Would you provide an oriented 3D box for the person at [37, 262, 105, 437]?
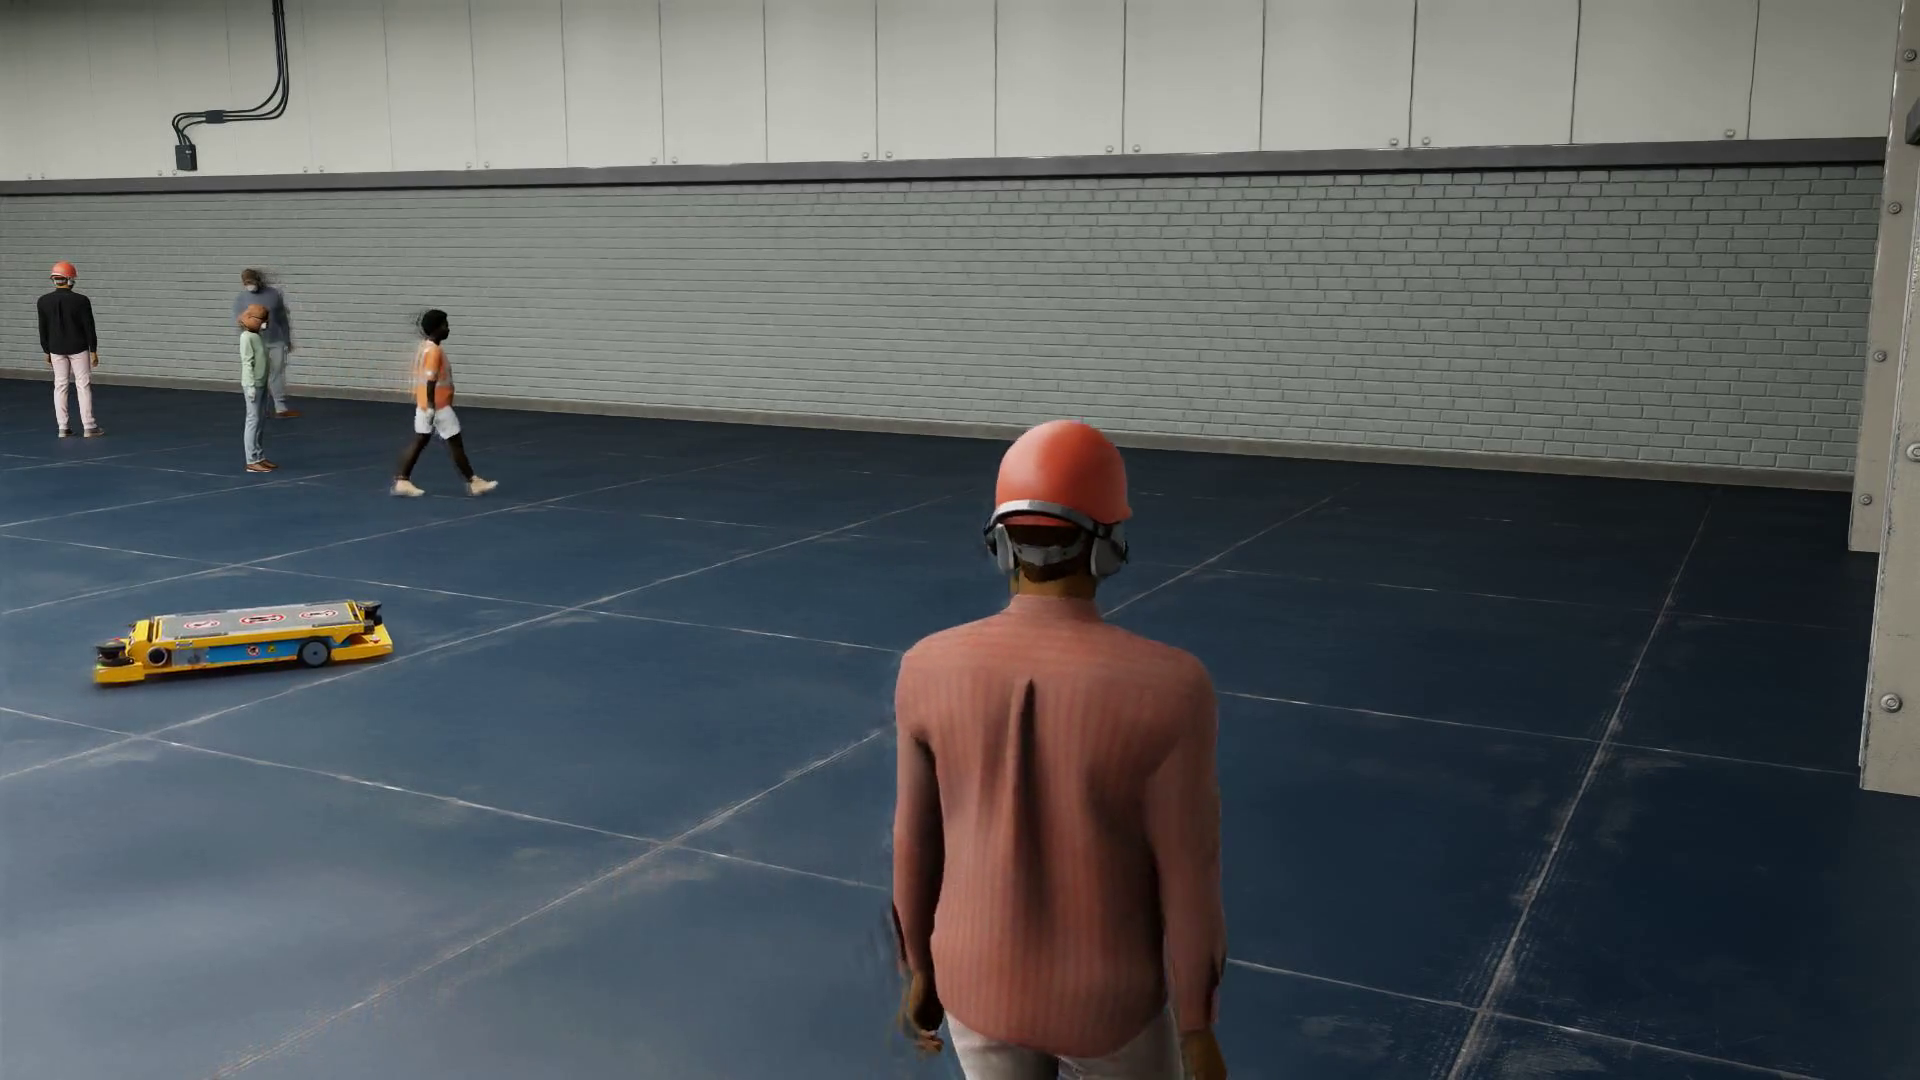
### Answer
[{"bbox_3d":[-10.147,-2.165,18.977,0.620,1.994,0.381,-1,10,-3],"label":"person"}]

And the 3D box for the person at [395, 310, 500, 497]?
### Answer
[{"bbox_3d":[-4.573,-1.193,14.599,0.897,1.647,0.545,-4,11,-21],"label":"person"}]

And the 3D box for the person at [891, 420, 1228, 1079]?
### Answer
[{"bbox_3d":[0.176,0.774,2.983,0.644,1.976,0.430,5,12,26],"label":"person"}]

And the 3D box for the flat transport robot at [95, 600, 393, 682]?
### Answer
[{"bbox_3d":[-3.853,0.529,8.991,1.431,0.197,0.652,-5,11,-24],"label":"flat transport robot"}]

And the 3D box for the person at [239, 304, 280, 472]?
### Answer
[{"bbox_3d":[-6.855,-1.486,16.258,0.288,1.632,0.505,-1,10,-6],"label":"person"}]

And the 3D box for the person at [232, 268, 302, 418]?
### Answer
[{"bbox_3d":[-8.602,-2.422,20.692,0.784,1.901,0.375,-10,15,-44],"label":"person"}]
